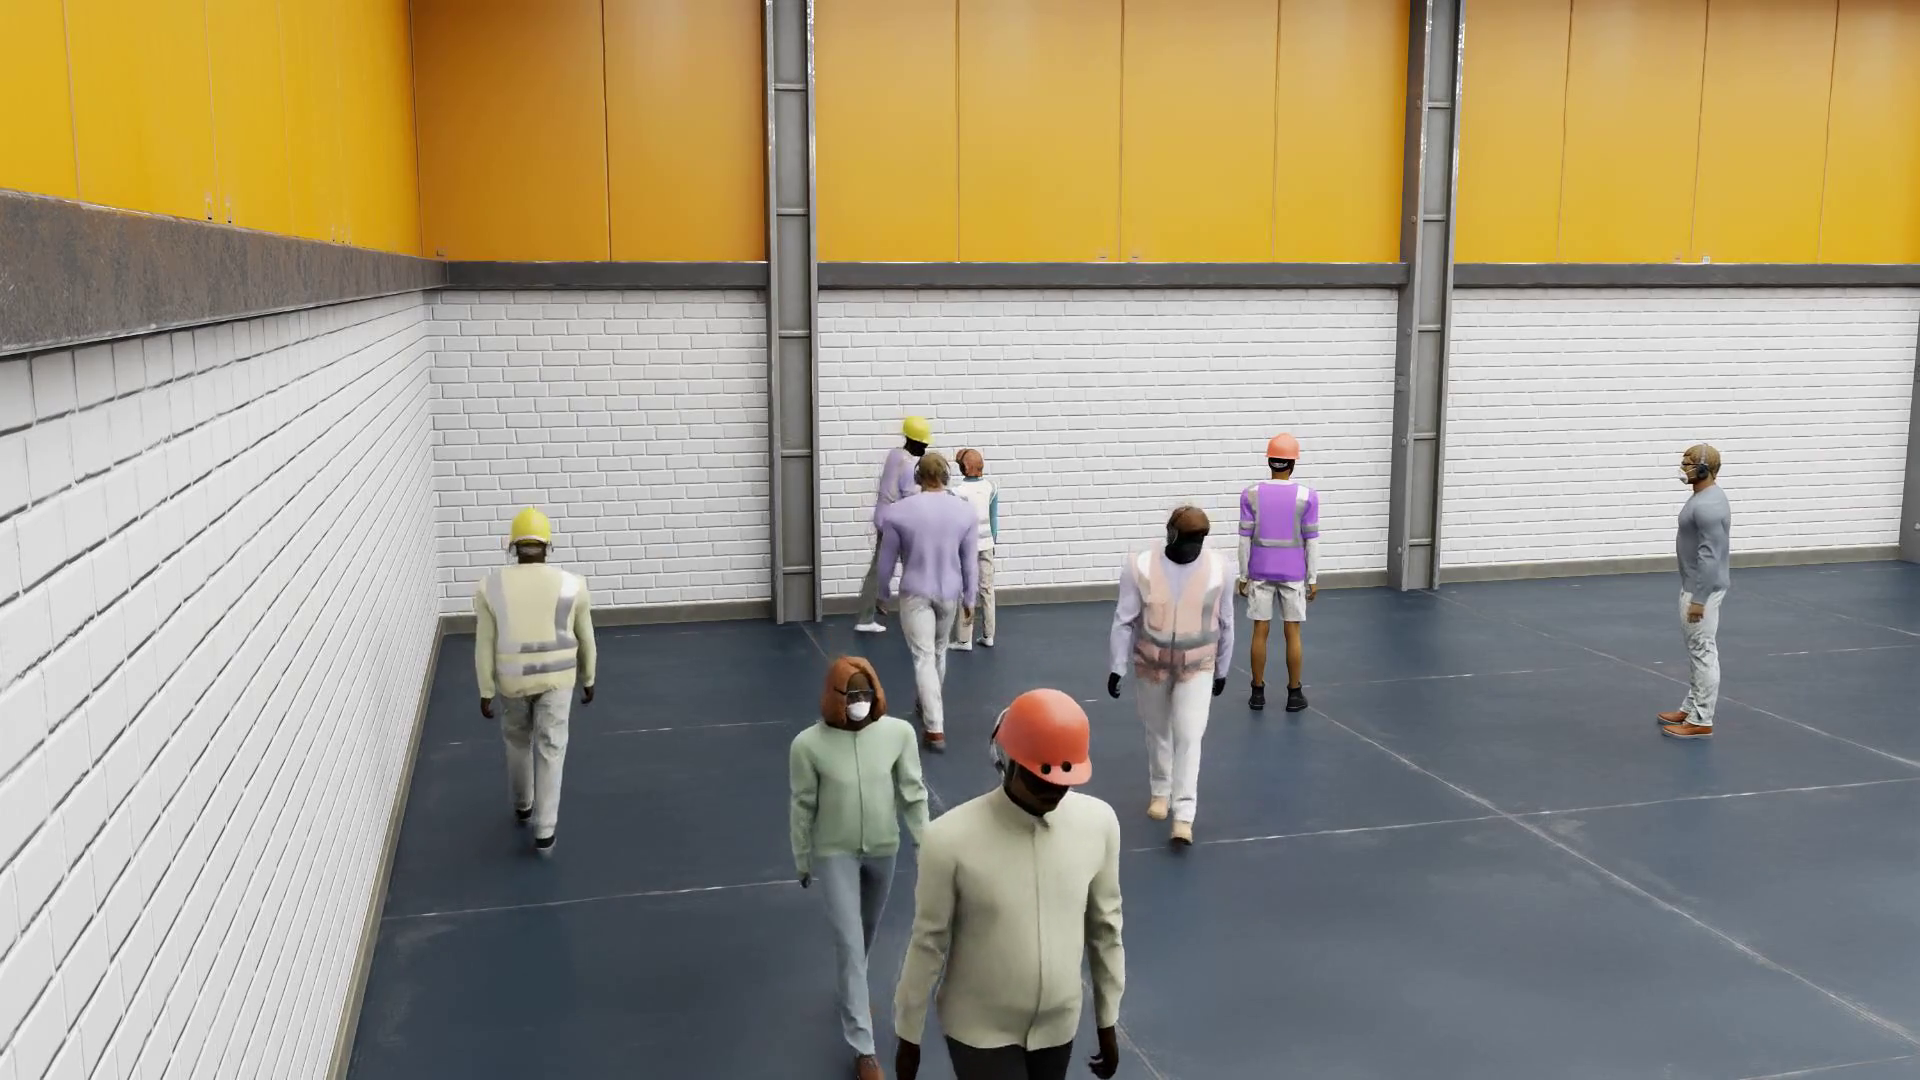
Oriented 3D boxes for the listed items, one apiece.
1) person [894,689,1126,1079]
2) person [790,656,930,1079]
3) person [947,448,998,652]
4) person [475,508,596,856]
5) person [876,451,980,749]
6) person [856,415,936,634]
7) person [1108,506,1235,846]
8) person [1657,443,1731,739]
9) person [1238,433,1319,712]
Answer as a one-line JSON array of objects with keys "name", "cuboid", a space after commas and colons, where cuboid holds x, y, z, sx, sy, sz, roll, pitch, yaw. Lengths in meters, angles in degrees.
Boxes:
[{"name": "person", "cuboid": [0.121, 1.324, 4.711, 0.642, 1.940, 0.960, -4, 10, -25]}, {"name": "person", "cuboid": [-0.397, 1.214, 6.461, 0.513, 1.587, 0.876, -3, 10, -20]}, {"name": "person", "cuboid": [0.093, 0.080, 13.363, 0.513, 1.642, 0.311, -7, 11, -37]}, {"name": "person", "cuboid": [-2.256, 0.717, 8.903, 0.614, 1.789, 0.879, -2, 9, -12]}, {"name": "person", "cuboid": [-0.202, 0.365, 10.831, 0.644, 1.888, 1.020, -2, 9, -15]}, {"name": "person", "cuboid": [-0.480, -0.107, 13.823, 0.767, 1.865, 0.630, -3, 10, -21]}, {"name": "person", "cuboid": [1.131, 0.715, 8.926, 0.648, 1.784, 0.969, 2, 9, 12]}, {"name": "person", "cuboid": [4.820, 0.333, 10.861, 0.379, 1.940, 0.629, 4, 10, 22]}, {"name": "person", "cuboid": [2.208, 0.224, 11.545, 0.550, 1.935, 0.376, 3, 10, 17]}]
